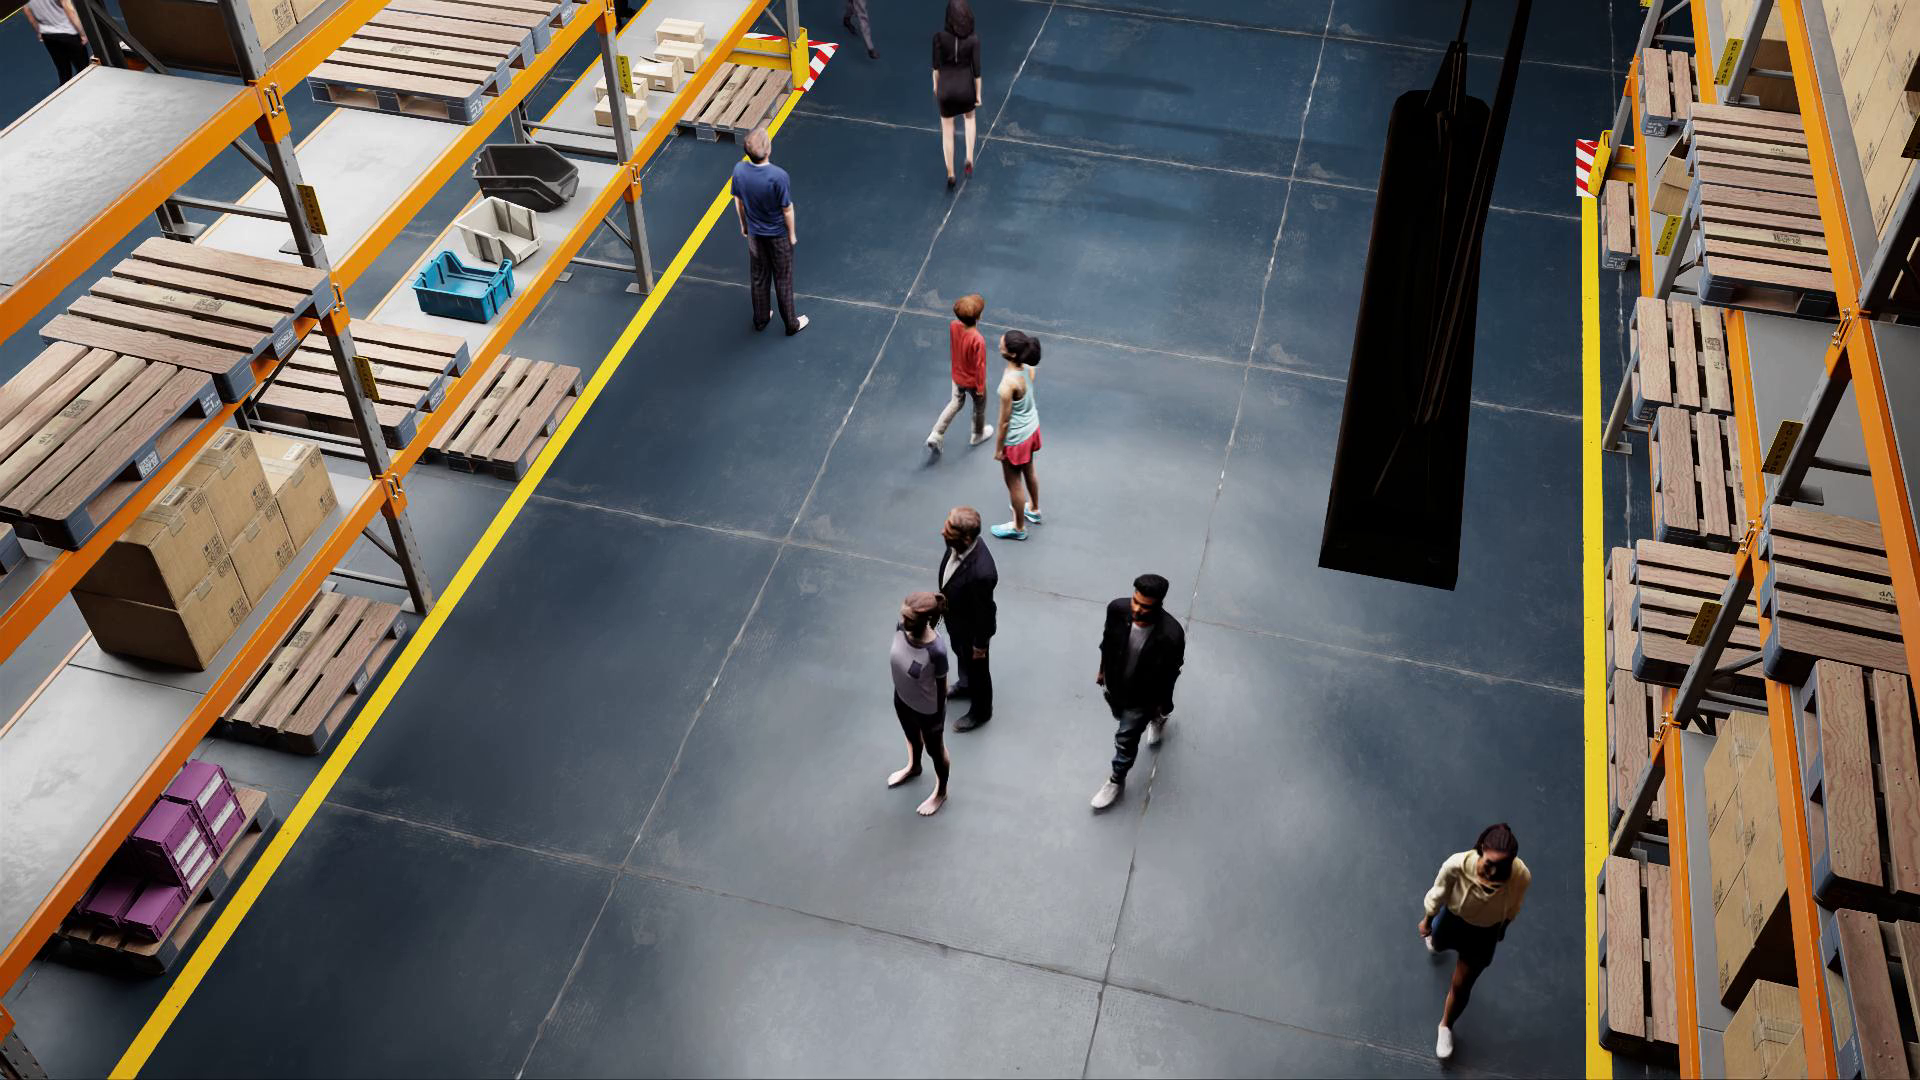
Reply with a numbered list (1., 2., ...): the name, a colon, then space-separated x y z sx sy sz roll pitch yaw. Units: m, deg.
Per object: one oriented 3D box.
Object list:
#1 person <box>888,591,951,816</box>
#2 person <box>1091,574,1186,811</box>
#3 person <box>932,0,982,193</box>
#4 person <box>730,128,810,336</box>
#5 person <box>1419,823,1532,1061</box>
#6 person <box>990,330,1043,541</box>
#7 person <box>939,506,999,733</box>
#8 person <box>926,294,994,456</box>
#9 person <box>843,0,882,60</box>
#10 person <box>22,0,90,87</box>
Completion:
1. person: -0.232 0.945 9.978 0.709 1.768 0.673 -30 51 -28
2. person: 1.115 0.812 10.104 1.029 1.787 1.227 33 53 30
3. person: -0.039 -3.998 15.158 0.687 1.780 0.750 -1 44 -1
4. person: -1.555 -2.500 13.519 0.669 1.871 0.555 14 45 14
5. person: 2.734 2.013 8.976 0.676 1.604 1.096 9 44 9
6. person: 0.410 -0.753 11.767 0.691 1.760 0.541 20 47 20
7. person: 0.055 0.473 10.440 0.848 1.814 0.743 -14 45 -15
8. person: 0.006 -1.213 12.510 0.932 1.400 0.781 -34 53 -30
9. person: -1.104 -5.942 17.246 1.142 1.714 1.165 -24 48 -23
10. person: -8.673 -4.870 16.012 0.685 1.863 0.587 5 44 5
